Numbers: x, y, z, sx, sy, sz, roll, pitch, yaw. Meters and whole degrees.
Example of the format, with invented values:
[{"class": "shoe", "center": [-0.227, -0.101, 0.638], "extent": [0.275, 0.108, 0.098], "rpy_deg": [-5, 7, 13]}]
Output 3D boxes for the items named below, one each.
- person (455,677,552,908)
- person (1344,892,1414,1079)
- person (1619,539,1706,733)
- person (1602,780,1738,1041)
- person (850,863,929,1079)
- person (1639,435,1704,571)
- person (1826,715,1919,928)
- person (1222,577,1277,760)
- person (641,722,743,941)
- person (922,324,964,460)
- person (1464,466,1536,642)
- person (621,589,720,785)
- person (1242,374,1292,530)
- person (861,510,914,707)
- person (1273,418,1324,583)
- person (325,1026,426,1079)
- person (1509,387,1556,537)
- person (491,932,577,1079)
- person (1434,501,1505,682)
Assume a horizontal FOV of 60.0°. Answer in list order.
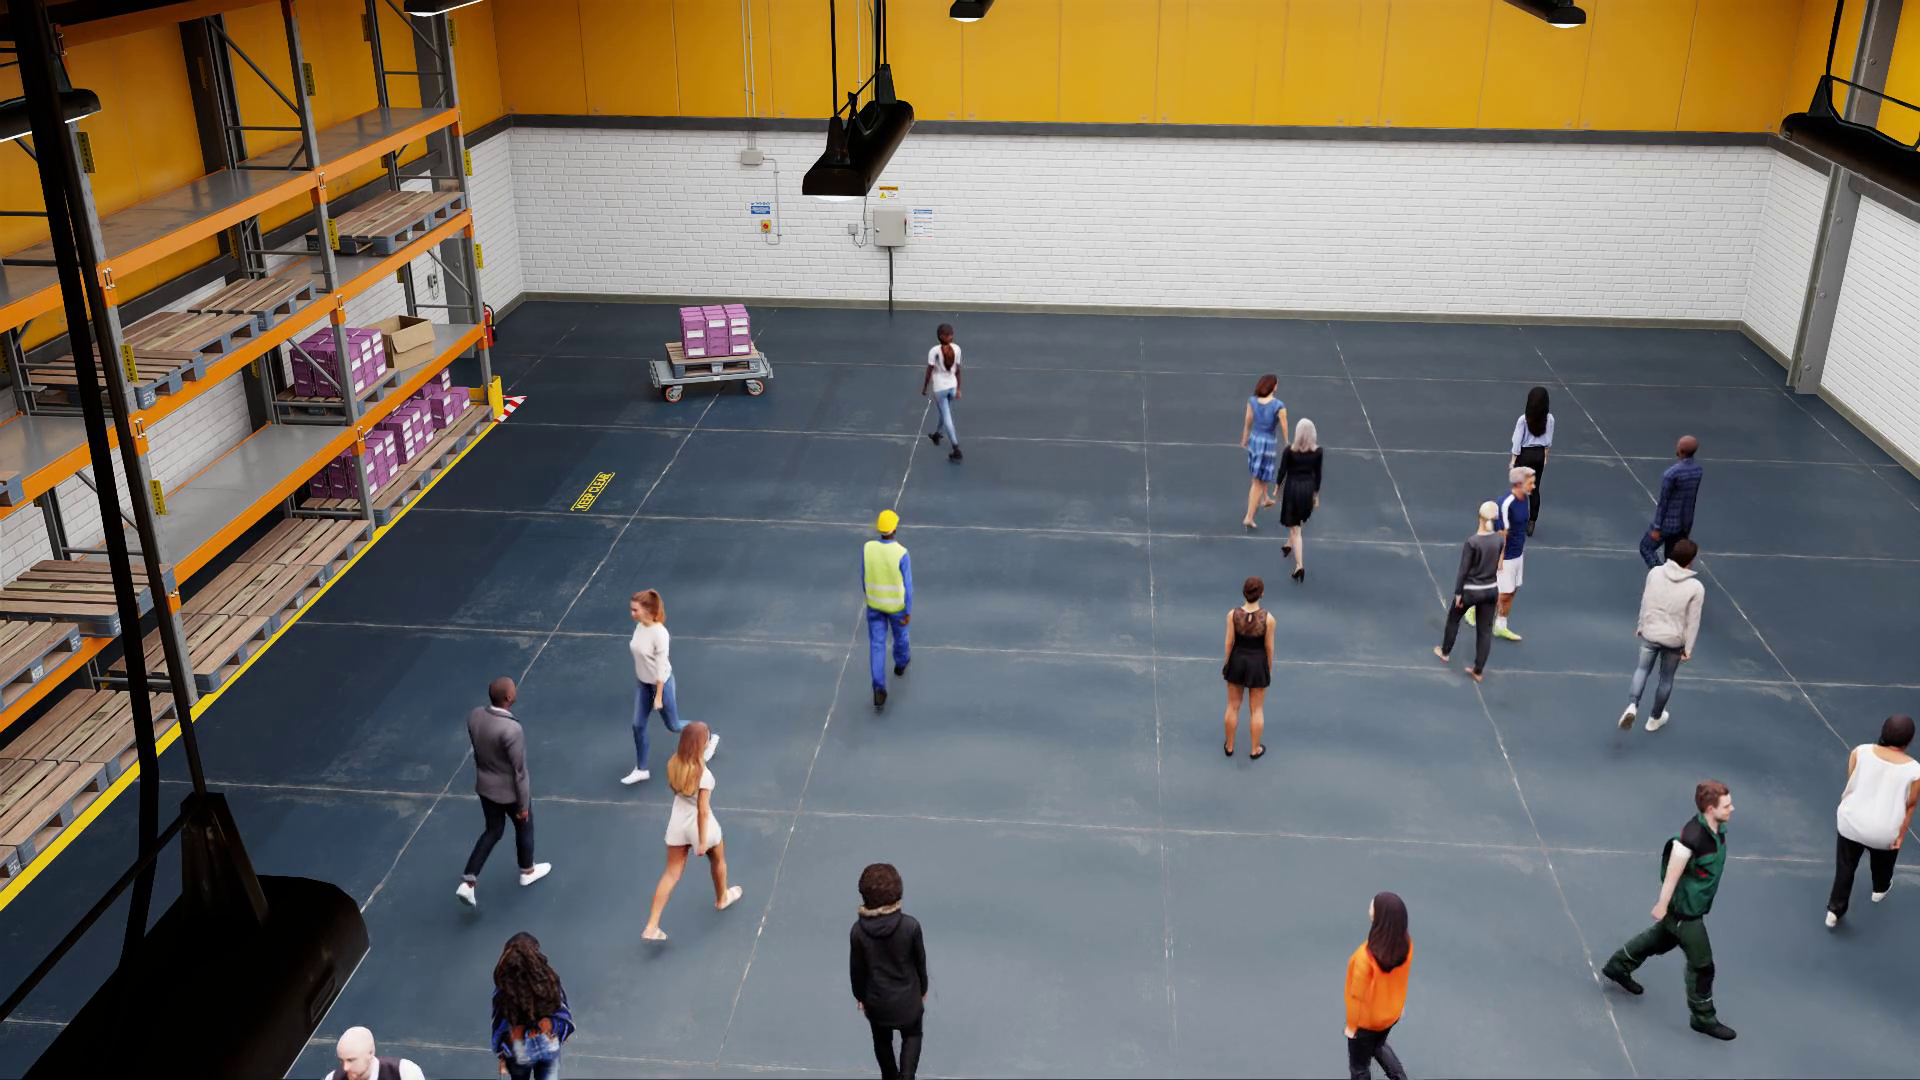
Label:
[{"class": "person", "center": [-3.416, 1.873, 12.153], "extent": [1.060, 1.790, 1.221], "rpy_deg": [12, 26, 25]}, {"class": "person", "center": [2.546, 2.877, 9.923], "extent": [0.880, 1.738, 0.938], "rpy_deg": [-19, 30, -37]}, {"class": "person", "center": [6.047, 0.869, 14.394], "extent": [0.988, 1.836, 1.110], "rpy_deg": [18, 30, 36]}, {"class": "person", "center": [4.727, 2.370, 11.008], "extent": [1.122, 1.798, 1.171], "rpy_deg": [19, 30, 36]}, {"class": "person", "center": [-0.408, 2.794, 10.083], "extent": [0.665, 1.762, 0.925], "rpy_deg": [0, 24, 0]}, {"class": "person", "center": [7.270, -0.169, 16.805], "extent": [0.807, 1.807, 0.828], "rpy_deg": [-11, 26, -23]}, {"class": "person", "center": [6.516, 2.042, 11.941], "extent": [1.031, 1.651, 1.148], "rpy_deg": [20, 31, 38]}, {"class": "person", "center": [2.441, 1.074, 14.126], "extent": [0.626, 1.674, 0.624], "rpy_deg": [7, 25, 16]}, {"class": "person", "center": [-1.967, 2.097, 11.812], "extent": [0.967, 1.654, 1.235], "rpy_deg": [14, 27, 30]}, {"class": "person", "center": [-0.152, -1.819, 20.741], "extent": [1.044, 1.678, 1.183], "rpy_deg": [-14, 27, -30]}, {"class": "person", "center": [5.229, 0.118, 16.130], "extent": [0.952, 1.820, 0.918], "rpy_deg": [20, 31, 38]}, {"class": "person", "center": [-2.441, 1.205, 13.807], "extent": [1.162, 1.690, 1.092], "rpy_deg": [-20, 31, -38]}, {"class": "person", "center": [3.343, -0.950, 18.643], "extent": [1.150, 1.765, 1.044], "rpy_deg": [-21, 31, -40]}, {"class": "person", "center": [-0.690, 0.633, 15.013], "extent": [0.712, 1.772, 1.222], "rpy_deg": [4, 24, 9]}, {"class": "person", "center": [3.575, -0.394, 17.435], "extent": [0.735, 1.715, 1.095], "rpy_deg": [-4, 24, -9]}, {"class": "person", "center": [-3.047, 3.273, 8.942], "extent": [0.816, 1.797, 0.884], "rpy_deg": [-4, 24, -10]}, {"class": "person", "center": [6.323, -0.868, 18.483], "extent": [0.724, 1.744, 0.682], "rpy_deg": [-6, 24, -14]}, {"class": "person", "center": [-2.486, 3.037, 9.731], "extent": [0.840, 1.597, 0.963], "rpy_deg": [-9, 25, -19]}, {"class": "person", "center": [4.848, 0.503, 15.408], "extent": [0.763, 1.694, 0.954], "rpy_deg": [-4, 24, -10]}]
